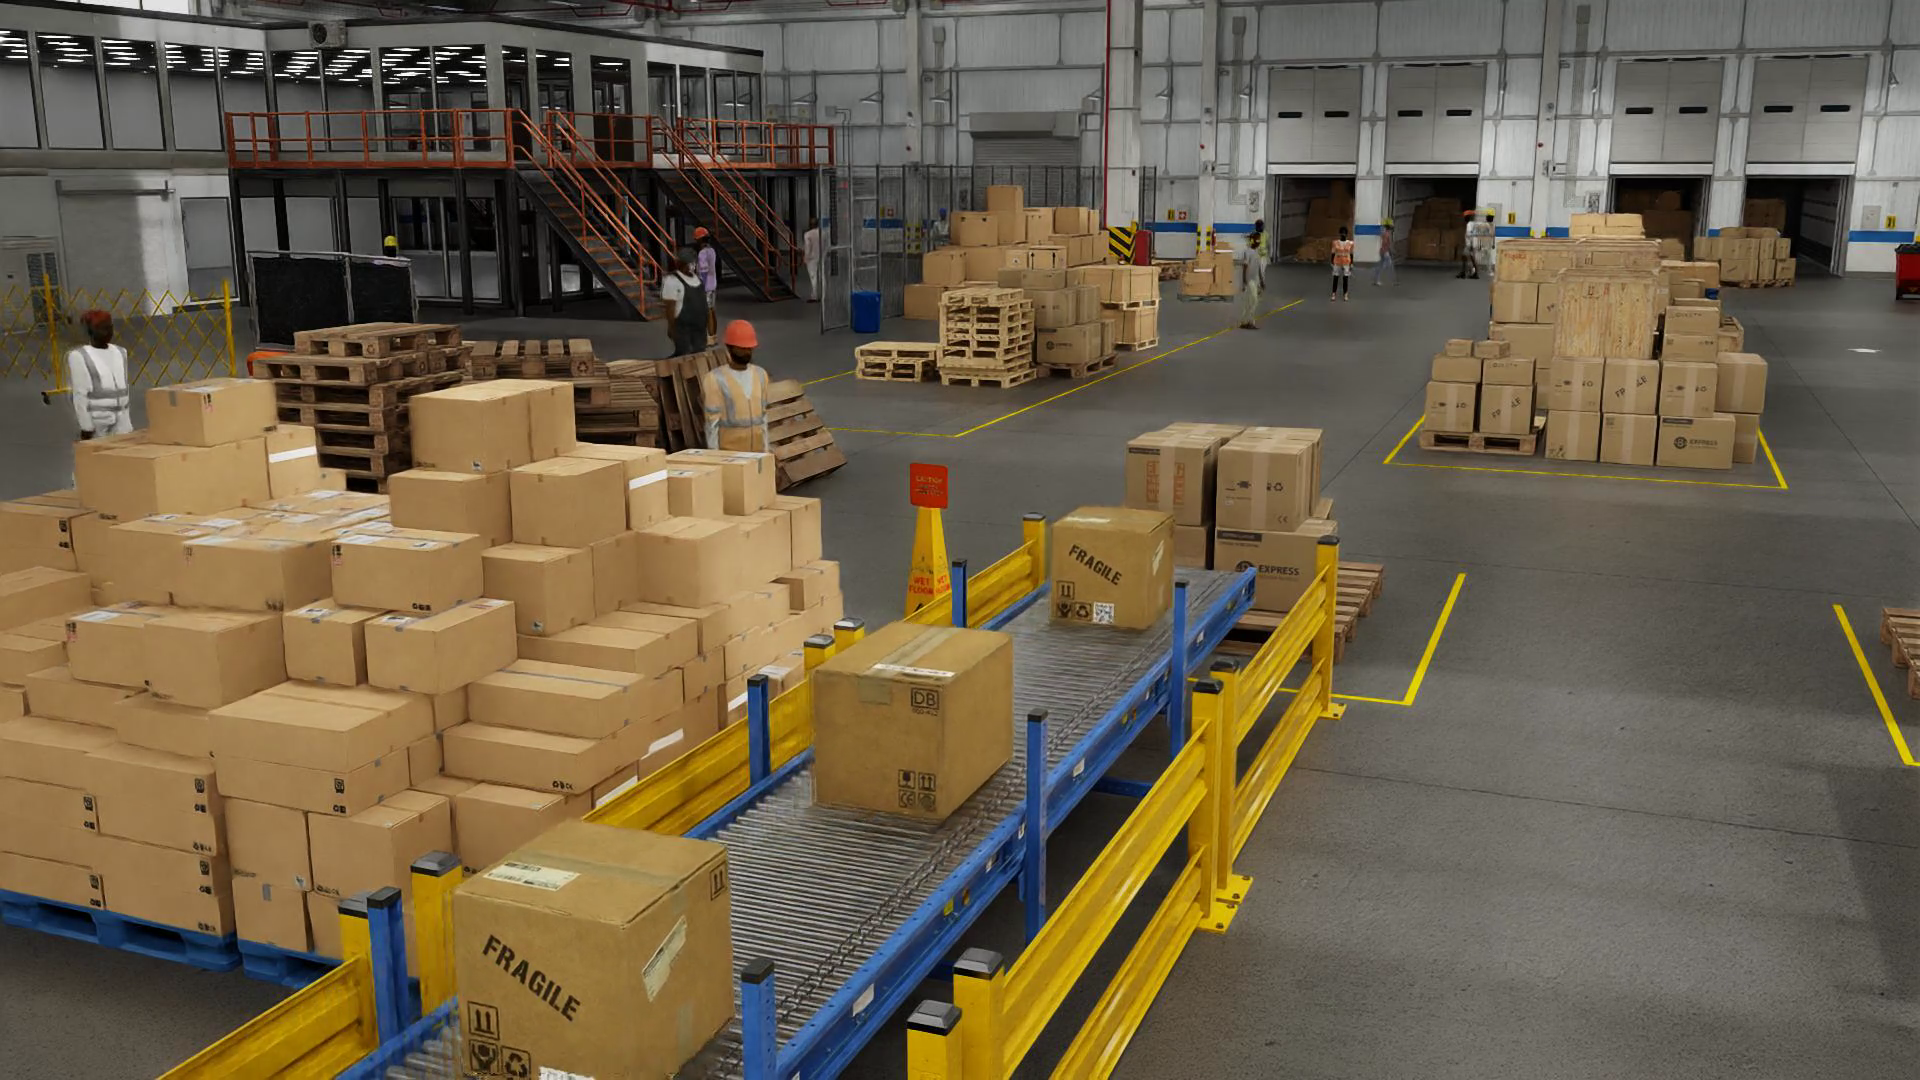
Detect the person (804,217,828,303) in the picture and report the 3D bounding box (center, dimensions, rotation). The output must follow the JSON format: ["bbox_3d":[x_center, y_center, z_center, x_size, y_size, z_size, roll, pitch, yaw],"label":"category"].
[{"bbox_3d":[-3.285,-6.352,37.817,0.627,1.936,0.373,-11,17,-40],"label":"person"}]

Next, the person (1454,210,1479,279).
[{"bbox_3d":[14.132,-8.202,46.232,0.774,1.885,0.576,7,14,29],"label":"person"}]

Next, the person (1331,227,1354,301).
[{"bbox_3d":[8.832,-6.374,38.454,0.532,1.697,0.319,3,13,11],"label":"person"}]

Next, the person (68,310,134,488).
[{"bbox_3d":[-7.343,-1.050,14.235,0.964,1.847,0.580,6,14,24],"label":"person"}]

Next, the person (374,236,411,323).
[{"bbox_3d":[-9.410,-4.082,27.648,0.588,1.930,0.361,-8,15,-32],"label":"person"}]

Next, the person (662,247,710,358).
[{"bbox_3d":[-3.677,-2.918,22.176,0.769,2.000,0.687,9,15,34],"label":"person"}]

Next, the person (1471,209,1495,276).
[{"bbox_3d":[15.064,-8.528,47.649,0.595,1.905,0.804,-11,16,-40],"label":"person"}]

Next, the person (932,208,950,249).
[{"bbox_3d":[-0.464,-8.274,46.411,0.615,1.942,0.408,1,13,2],"label":"person"}]

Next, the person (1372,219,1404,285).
[{"bbox_3d":[11.243,-7.520,43.528,0.910,1.722,0.533,4,13,19],"label":"person"}]

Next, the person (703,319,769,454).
[{"bbox_3d":[-1.608,-0.658,12.271,0.551,1.934,0.373,-12,17,-43],"label":"person"}]

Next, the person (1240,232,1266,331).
[{"bbox_3d":[5.586,-4.883,31.416,0.635,1.846,0.539,8,15,31],"label":"person"}]

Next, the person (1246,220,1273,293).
[{"bbox_3d":[7.318,-6.919,40.688,0.633,1.802,0.951,0,13,2],"label":"person"}]

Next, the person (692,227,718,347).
[{"bbox_3d":[-4.373,-4.324,28.498,0.392,2.035,0.605,2,13,8],"label":"person"}]
